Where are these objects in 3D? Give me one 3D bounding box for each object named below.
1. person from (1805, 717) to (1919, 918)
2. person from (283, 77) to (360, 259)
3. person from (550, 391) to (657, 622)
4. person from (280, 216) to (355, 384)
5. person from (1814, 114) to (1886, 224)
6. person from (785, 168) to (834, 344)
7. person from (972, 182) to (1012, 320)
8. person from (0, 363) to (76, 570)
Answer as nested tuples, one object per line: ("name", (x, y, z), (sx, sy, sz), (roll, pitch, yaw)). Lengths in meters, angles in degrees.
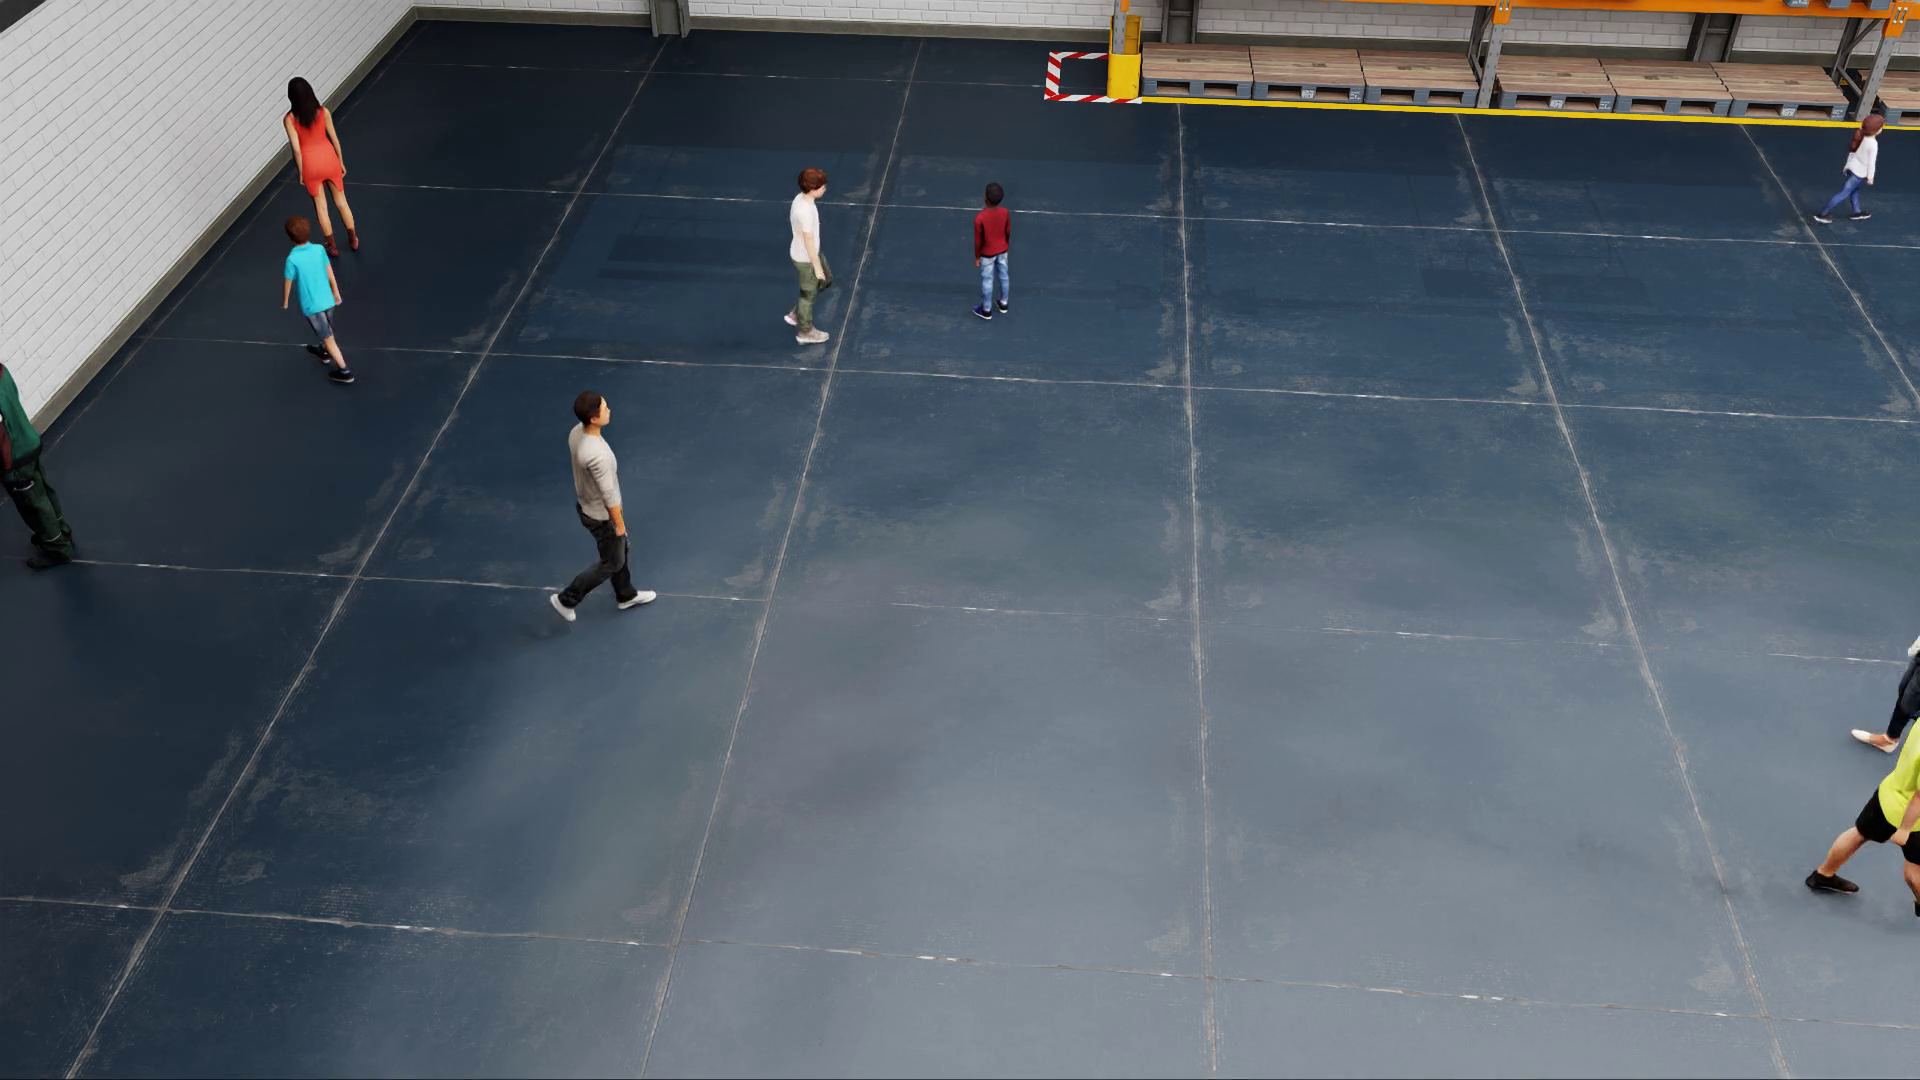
("person", (5.117, 1.425, 9.125), (1.077, 1.673, 0.768), (9, 40, 12))
("person", (-5.816, -3.391, 15.119), (0.653, 1.719, 0.731), (-23, 44, -26))
("person", (-2.473, -0.177, 11.036), (1.082, 1.792, 0.947), (-18, 42, -21))
("person", (-5.176, -1.927, 13.526), (0.934, 1.419, 0.758), (19, 42, 22))
("person", (8.456, -3.496, 15.757), (0.826, 1.086, 0.519), (-2, 39, -3))
("person", (-1.354, -2.352, 13.882), (0.694, 1.640, 0.642), (-5, 39, -6))
("person", (0.286, -2.511, 14.389), (0.565, 1.256, 0.646), (-20, 43, -23))
("person", (-6.562, -0.619, 11.551), (0.744, 1.840, 0.767), (-11, 40, -13))
